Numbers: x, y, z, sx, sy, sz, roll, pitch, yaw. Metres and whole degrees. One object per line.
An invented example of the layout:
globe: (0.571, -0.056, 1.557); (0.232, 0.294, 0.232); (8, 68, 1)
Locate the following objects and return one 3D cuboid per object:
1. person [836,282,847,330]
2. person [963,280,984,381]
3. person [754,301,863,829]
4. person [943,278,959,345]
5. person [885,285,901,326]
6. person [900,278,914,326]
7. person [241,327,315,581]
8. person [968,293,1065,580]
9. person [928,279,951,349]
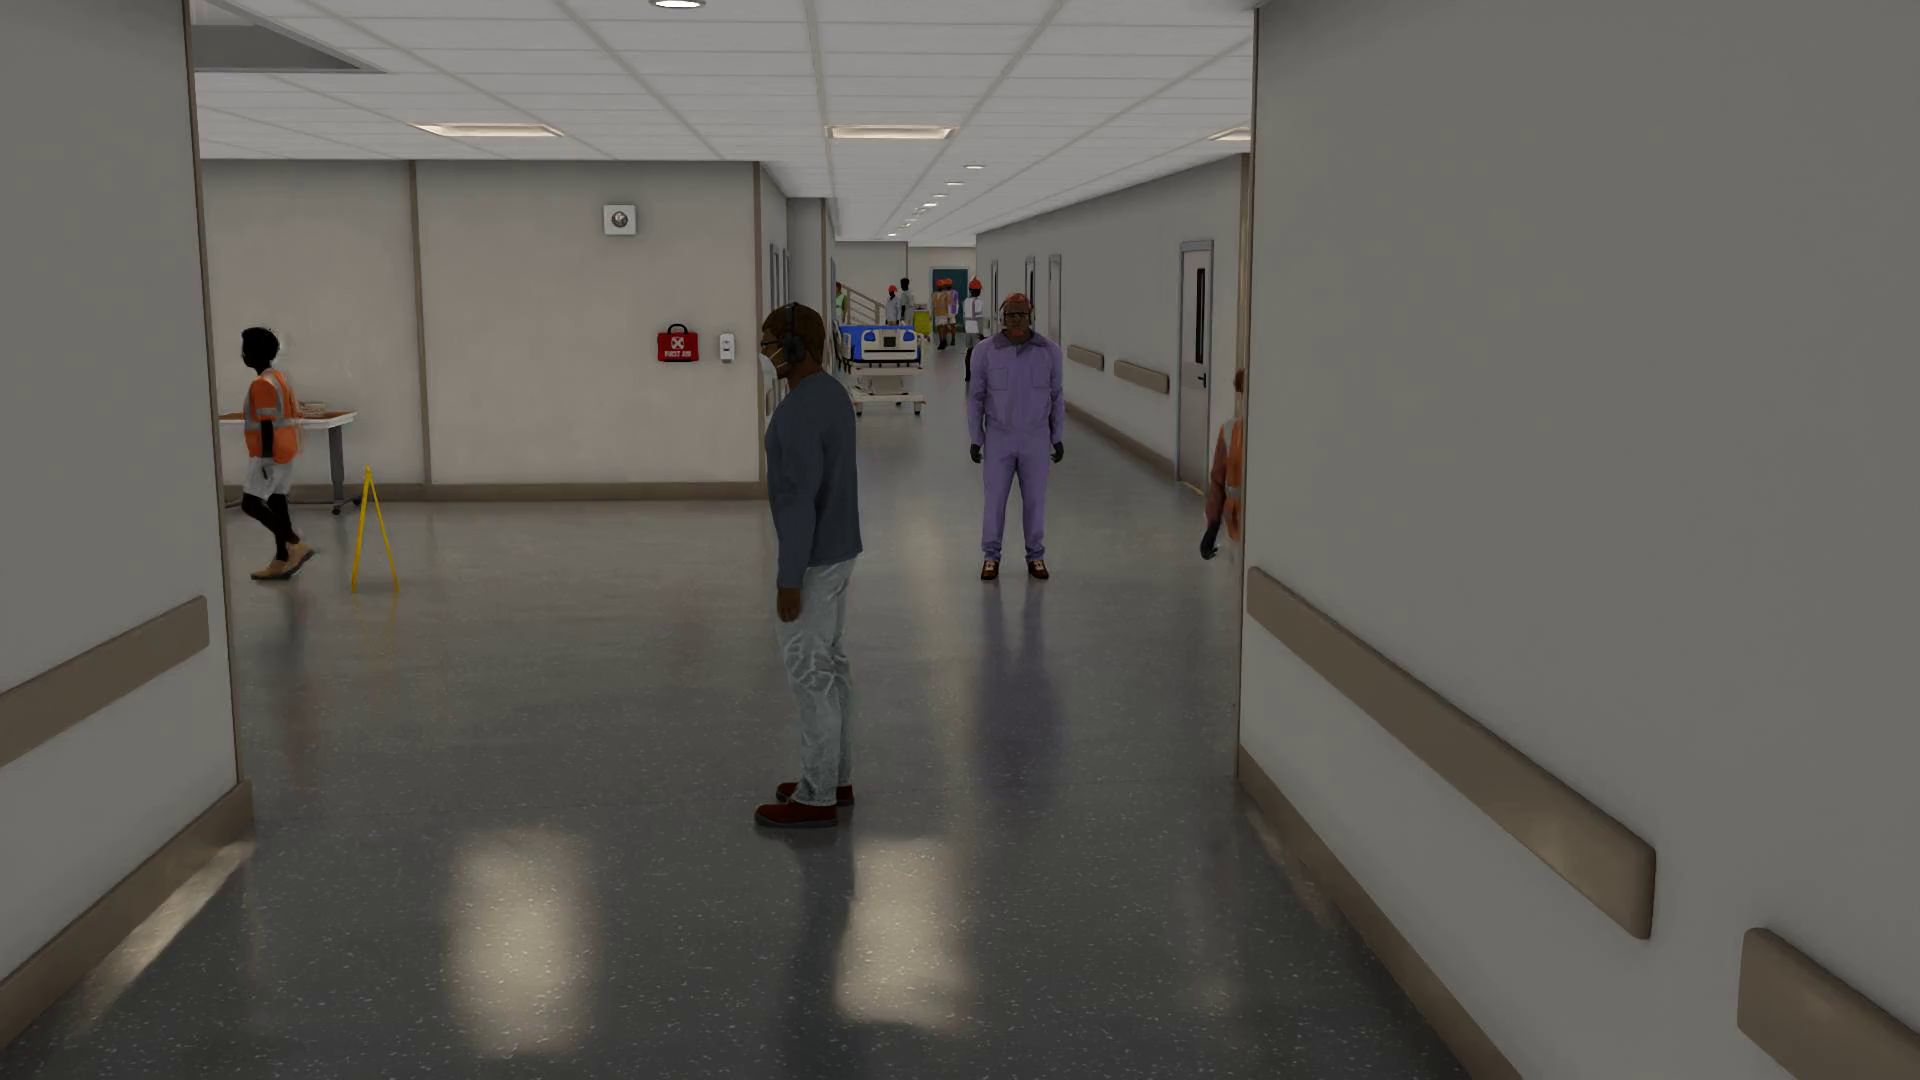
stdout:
person: (-3.235, -5.999, 44.660); (0.388, 1.837, 0.564); (-8, 12, -42)
person: (0.284, -3.994, 31.761); (0.357, 1.938, 0.542); (-6, 11, -35)
person: (-0.557, 0.092, 6.143); (0.384, 1.930, 0.634); (1, 9, 7)
person: (-0.326, -6.573, 47.948); (0.553, 1.935, 0.361); (3, 9, 15)
person: (-1.794, -5.891, 44.226); (0.318, 1.756, 0.561); (-9, 13, -44)
person: (-1.399, -5.851, 43.373); (0.385, 1.955, 0.608); (3, 10, 21)
person: (-4.551, -0.556, 10.943); (0.362, 1.683, 0.556); (-2, 9, -13)
person: (0.379, -0.683, 11.068); (0.655, 1.906, 0.407); (-1, 9, -5)
person: (-0.577, -6.129, 45.204); (0.563, 1.917, 0.560); (6, 11, 35)
